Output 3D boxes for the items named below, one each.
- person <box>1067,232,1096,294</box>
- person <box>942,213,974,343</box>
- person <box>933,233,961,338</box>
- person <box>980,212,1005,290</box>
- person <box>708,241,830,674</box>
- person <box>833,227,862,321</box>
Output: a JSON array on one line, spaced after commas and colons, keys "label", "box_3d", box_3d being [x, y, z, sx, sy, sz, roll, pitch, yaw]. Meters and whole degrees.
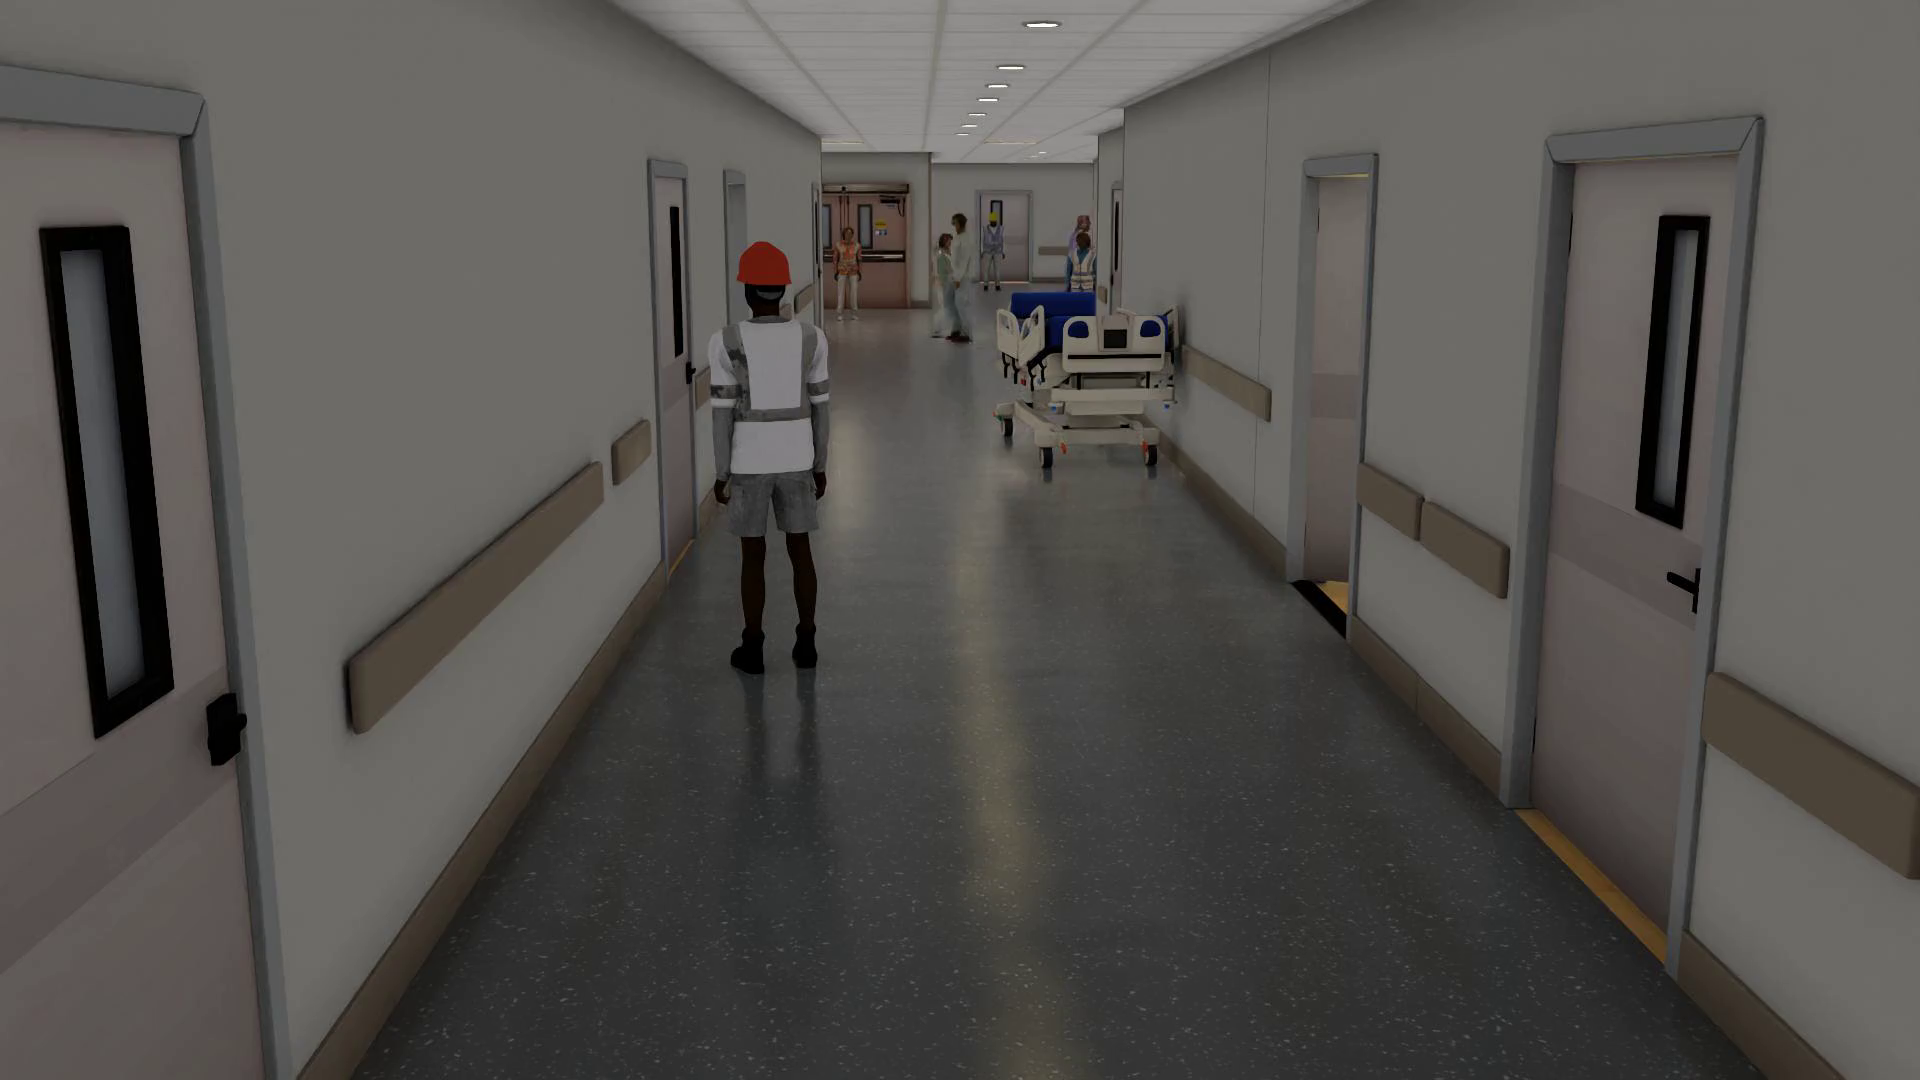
[{"label": "person", "box_3d": [1.826, -3.732, 24.663, 0.515, 1.640, 0.315, 5, 13, 23]}, {"label": "person", "box_3d": [-0.042, -3.888, 24.737, 0.498, 1.921, 0.648, -3, 12, -16]}, {"label": "person", "box_3d": [-0.131, -3.899, 25.544, 0.671, 1.601, 0.548, 2, 12, 9]}, {"label": "person", "box_3d": [0.773, -6.752, 38.930, 0.588, 1.822, 0.403, -1, 12, -6]}, {"label": "person", "box_3d": [-0.857, -0.359, 7.493, 0.545, 1.942, 0.350, -4, 12, -20]}, {"label": "person", "box_3d": [-1.980, -4.687, 29.324, 0.514, 1.638, 0.308, -3, 12, -12]}]
